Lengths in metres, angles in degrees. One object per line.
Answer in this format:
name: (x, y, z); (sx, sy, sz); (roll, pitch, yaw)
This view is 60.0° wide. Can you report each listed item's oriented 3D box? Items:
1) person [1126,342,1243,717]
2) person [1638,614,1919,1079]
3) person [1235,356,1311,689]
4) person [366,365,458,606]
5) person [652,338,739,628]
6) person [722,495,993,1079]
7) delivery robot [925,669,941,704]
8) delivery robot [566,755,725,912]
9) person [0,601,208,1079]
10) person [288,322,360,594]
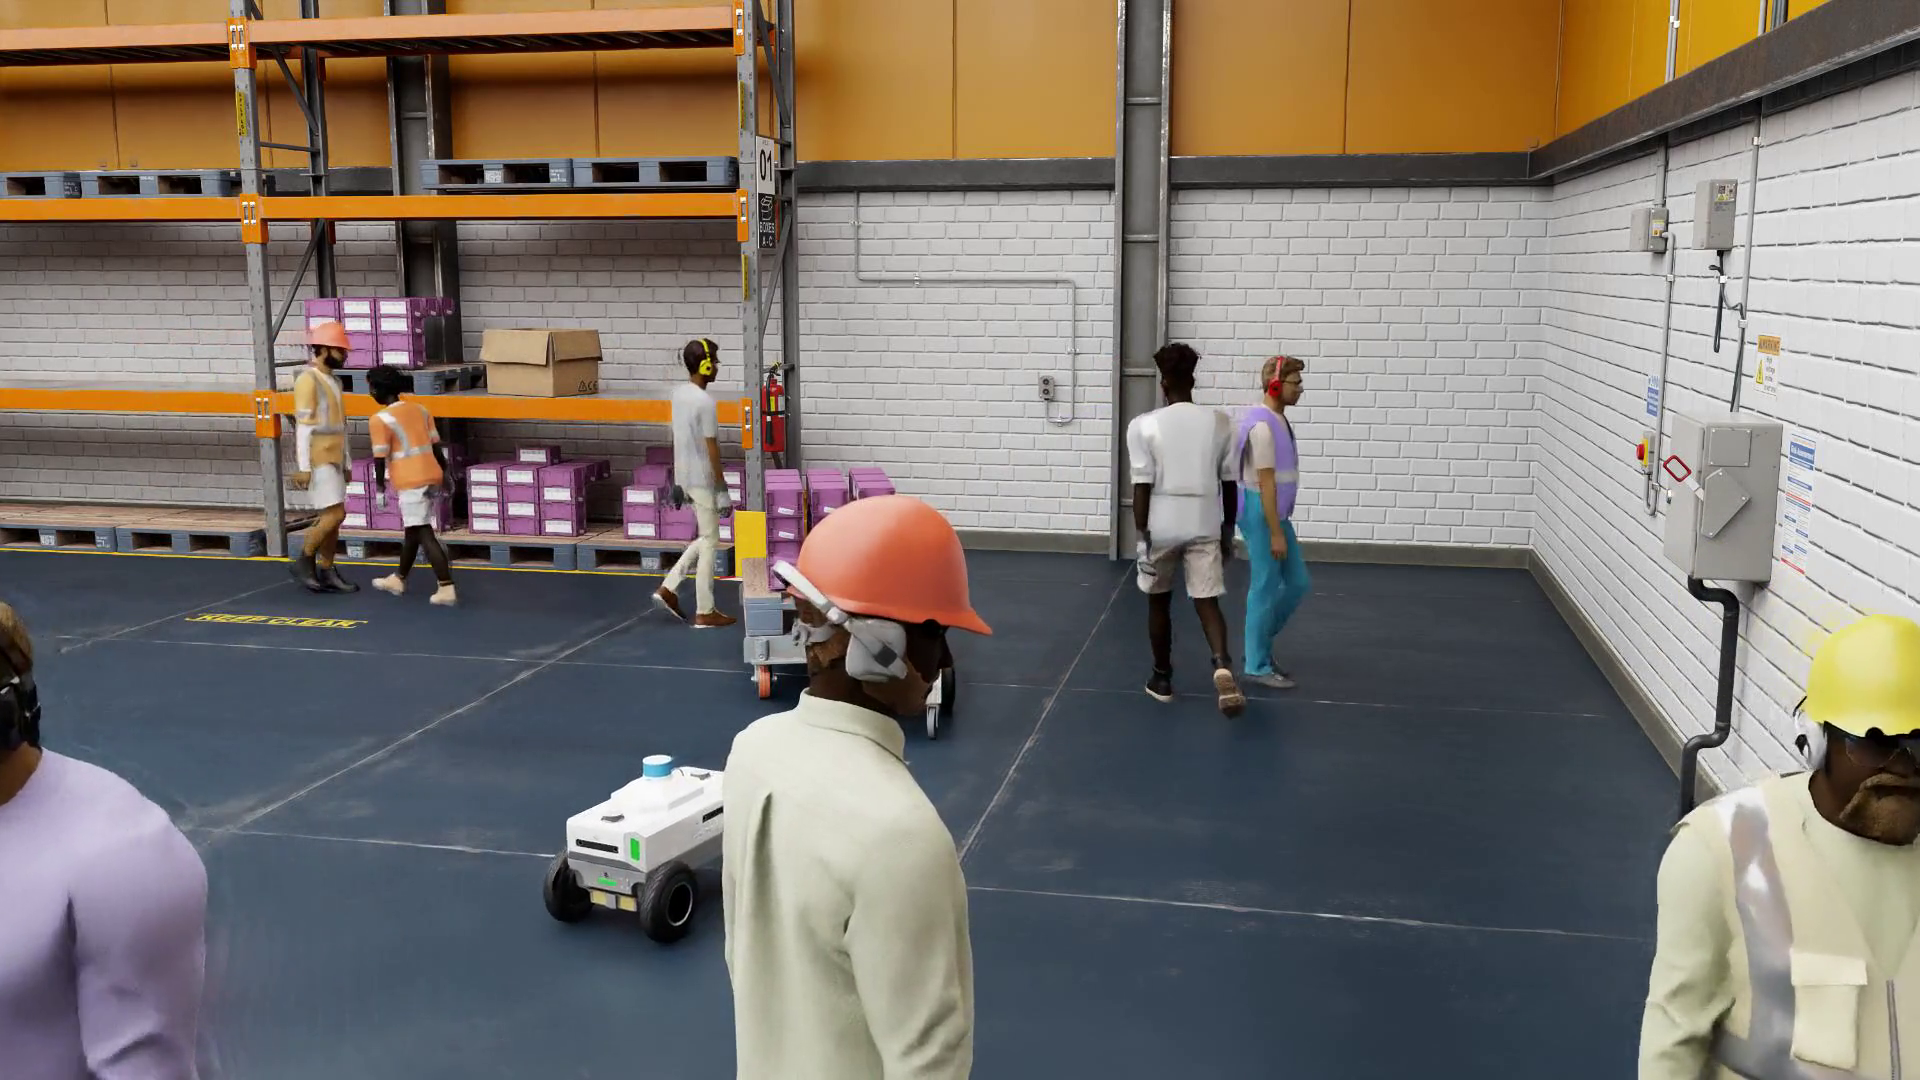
person: (1.160, -0.049, 8.552); (0.602, 1.930, 0.876); (-1, 9, -5)
person: (1.439, 0.974, 2.822); (0.608, 1.791, 0.926); (1, 9, 7)
person: (1.691, -0.086, 9.062); (0.451, 1.826, 0.585); (4, 10, 23)
person: (-3.781, -0.375, 11.364); (0.869, 1.628, 0.558); (3, 10, 20)
person: (-1.657, -0.345, 10.542); (0.436, 1.852, 0.534); (-6, 11, -31)
person: (-0.140, 0.921, 2.529); (0.393, 1.985, 0.611); (-6, 11, -30)
delivery robot: (-0.269, 0.618, 8.368); (0.477, 0.478, 0.707); (0, 9, -2)
delivery robot: (-1.077, 1.015, 5.962); (0.477, 0.478, 0.707); (4, 10, 26)
person: (-1.297, 0.974, 2.418); (0.642, 1.919, 0.594); (4, 10, 20)
person: (-4.412, -0.556, 11.640); (0.441, 1.917, 0.582); (0, 9, 3)
